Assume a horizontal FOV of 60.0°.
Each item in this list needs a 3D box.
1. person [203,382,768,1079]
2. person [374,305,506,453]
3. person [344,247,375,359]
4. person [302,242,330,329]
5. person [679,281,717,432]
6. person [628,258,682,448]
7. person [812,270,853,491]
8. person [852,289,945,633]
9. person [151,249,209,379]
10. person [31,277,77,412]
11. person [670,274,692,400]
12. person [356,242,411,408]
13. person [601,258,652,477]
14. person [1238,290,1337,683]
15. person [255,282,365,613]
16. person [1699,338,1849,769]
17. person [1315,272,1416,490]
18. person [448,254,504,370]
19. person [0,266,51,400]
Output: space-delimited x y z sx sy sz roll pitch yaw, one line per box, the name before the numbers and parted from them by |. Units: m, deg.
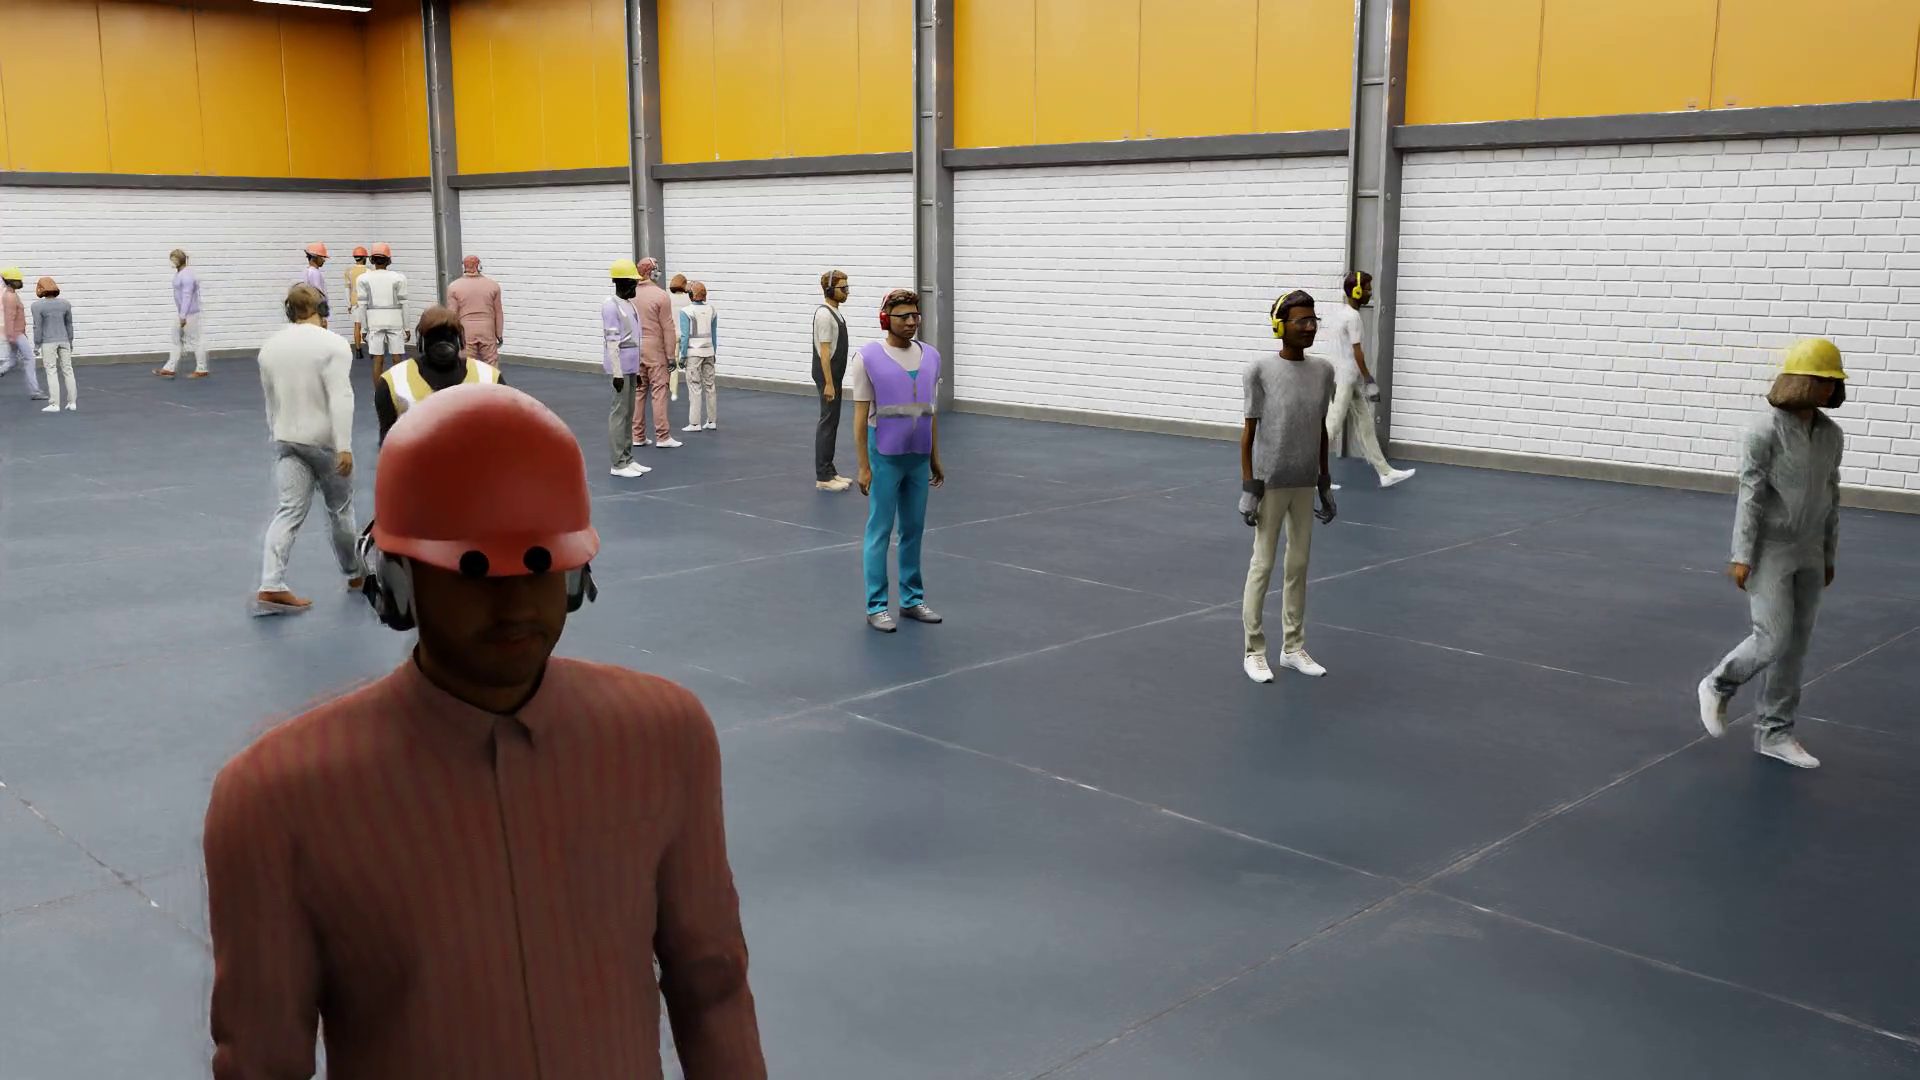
person | -0.553 0.791 2.003 0.644 1.977 0.700 -7 13 -35
person | -2.449 -0.221 7.977 0.632 1.818 0.837 -5 11 -24
person | -10.341 -4.099 28.787 0.547 1.934 0.376 -1 10 -5
person | -8.923 -3.118 23.157 0.382 2.038 0.606 -7 12 -33
person | -2.846 -1.994 18.112 0.305 1.640 0.522 8 13 37
person | -3.103 -1.874 16.729 0.643 1.908 0.408 5 12 27
person | -1.075 -1.337 13.966 0.327 1.843 0.516 1 10 4
person | -0.340 -0.438 9.059 0.569 1.844 0.378 -9 14 -41
person | -11.562 -3.314 24.547 0.805 1.913 0.658 -8 13 -38
person | -11.002 -2.373 20.198 0.289 1.632 0.497 6 12 29
person | -3.607 -2.617 21.525 0.498 1.633 0.279 1 10 3
person | -7.101 -2.641 20.539 0.608 2.044 0.371 -3 11 -15
person | -2.972 -1.527 14.778 0.363 1.928 0.587 1 10 5
person | 1.581 -0.249 7.995 0.521 1.862 0.325 -4 11 -22
person | -3.751 -0.542 9.606 0.673 1.871 1.000 3 11 15
person | 3.319 0.045 6.722 0.507 1.728 0.434 -4 11 -20
person | 3.350 -1.309 13.888 0.932 1.821 0.523 2 11 13
person | -5.809 -2.469 19.992 0.636 1.902 0.406 -4 11 -21
person | -12.240 -2.656 21.457 0.771 1.738 0.524 -7 12 -32
